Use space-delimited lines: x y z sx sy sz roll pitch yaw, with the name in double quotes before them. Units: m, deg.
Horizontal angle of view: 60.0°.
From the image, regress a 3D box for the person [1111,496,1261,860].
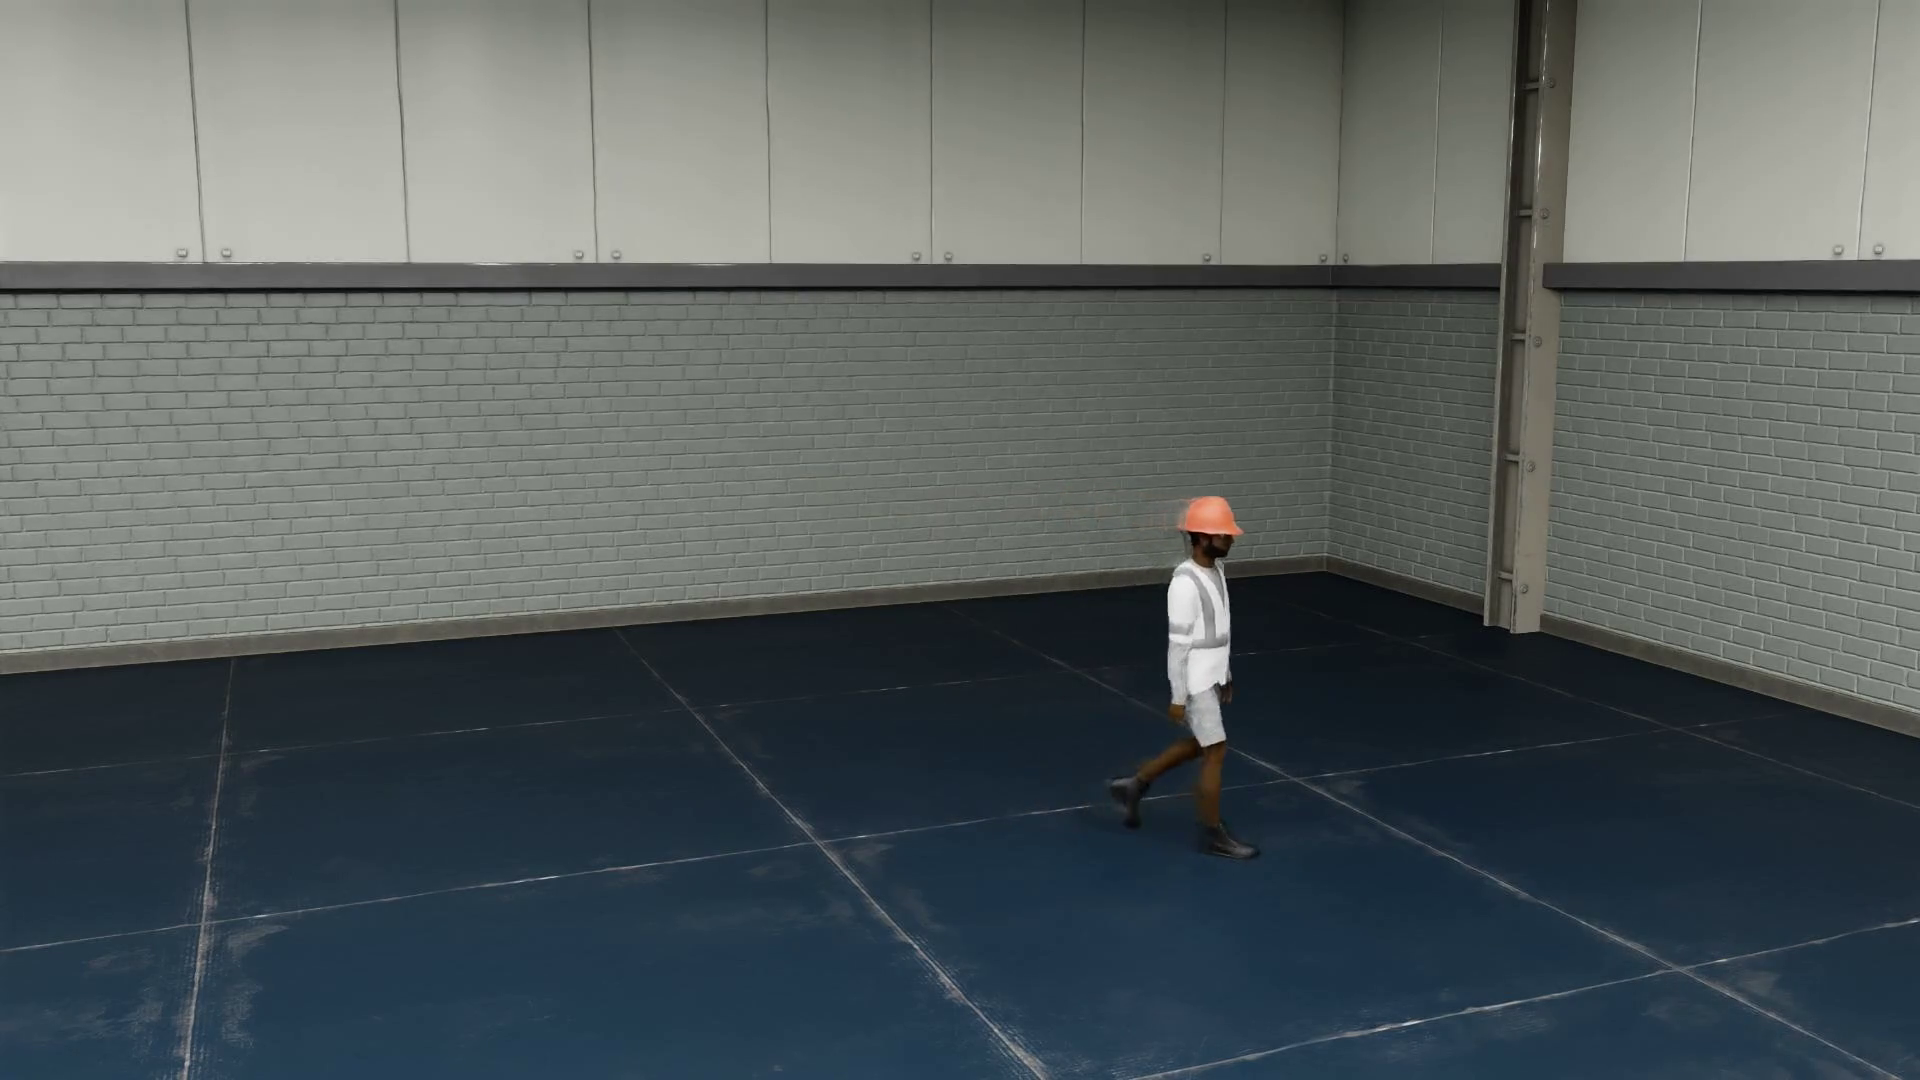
"person" 1.184 0.706 8.695 0.771 1.919 0.563 4 10 23
